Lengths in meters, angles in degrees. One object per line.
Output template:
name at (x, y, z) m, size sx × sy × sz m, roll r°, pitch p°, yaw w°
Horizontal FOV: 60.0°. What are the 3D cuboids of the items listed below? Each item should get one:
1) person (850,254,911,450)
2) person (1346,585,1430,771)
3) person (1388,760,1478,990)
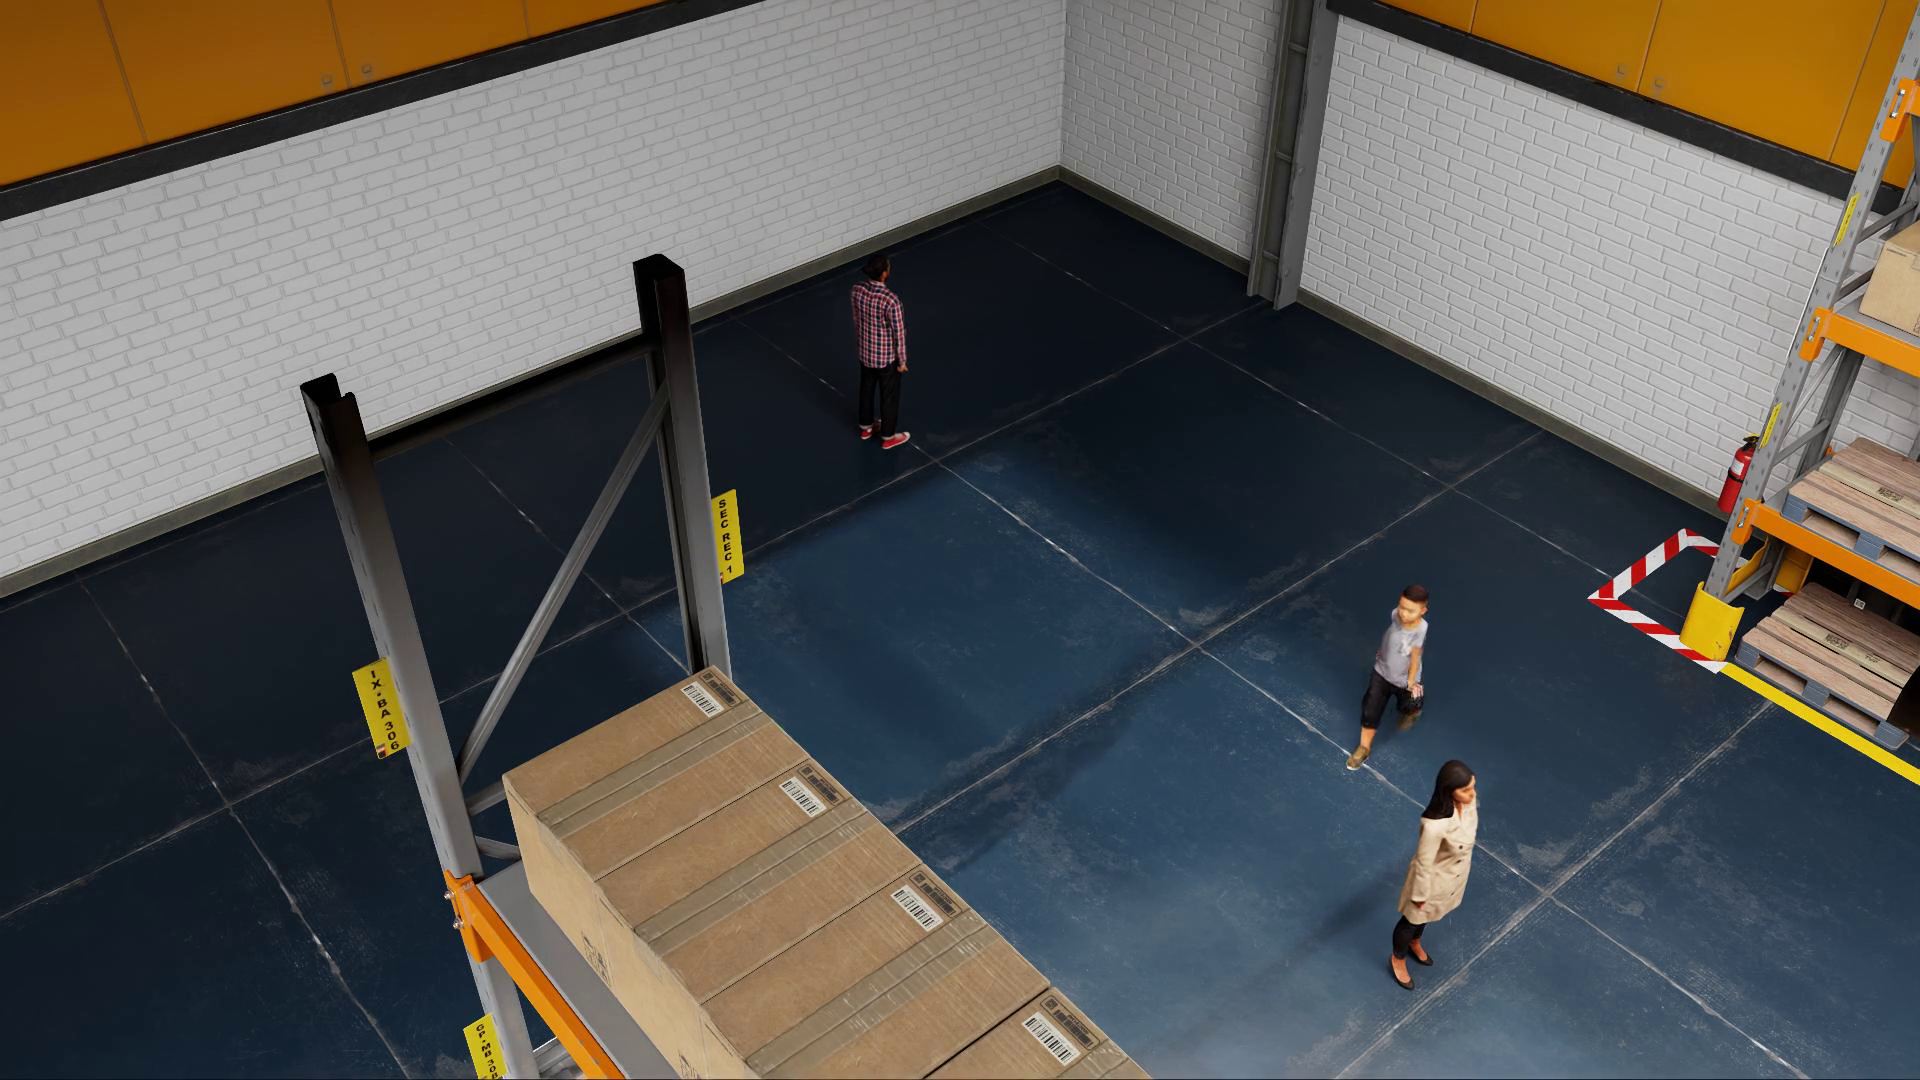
person at (-0.659, -1.553, 13.617) m, size 0.625 × 1.760 × 0.807 m, roll 23°, pitch 44°, yaw 26°
person at (2.932, 0.798, 10.943) m, size 0.982 × 1.425 × 0.746 m, roll 28°, pitch 47°, yaw 31°
person at (2.672, 1.877, 9.386) m, size 0.547 × 1.681 × 0.651 m, roll 31°, pitch 48°, yaw 33°
